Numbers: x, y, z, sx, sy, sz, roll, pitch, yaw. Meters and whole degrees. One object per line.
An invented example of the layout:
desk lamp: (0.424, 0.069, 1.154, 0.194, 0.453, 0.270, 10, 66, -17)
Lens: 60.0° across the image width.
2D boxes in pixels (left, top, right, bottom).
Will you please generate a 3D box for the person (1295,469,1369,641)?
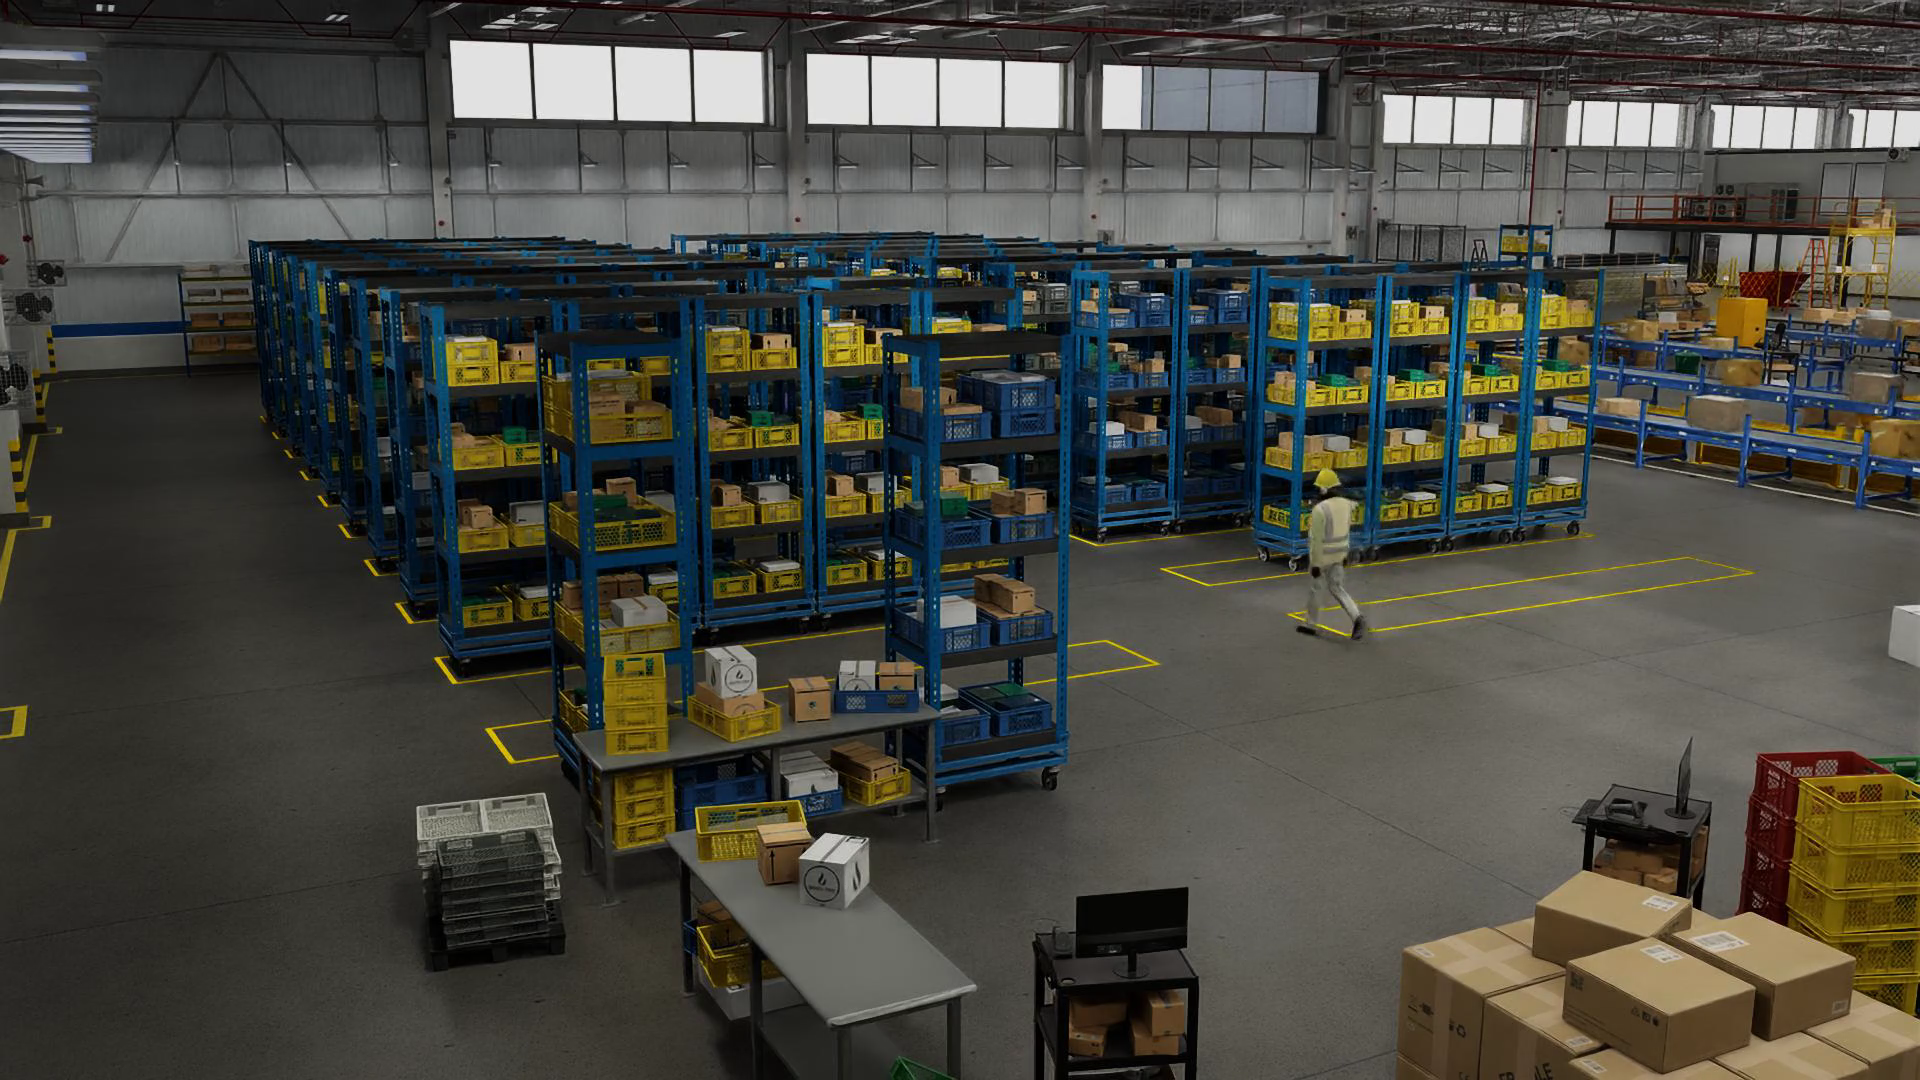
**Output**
person: (3.878, 0.166, 17.259, 0.604, 1.814, 0.759, -10, 15, -38)

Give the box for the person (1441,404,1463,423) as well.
person: (8.053, -2.114, 27.691, 0.648, 1.908, 0.448, 5, 13, 23)

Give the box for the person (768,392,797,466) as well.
person: (-3.052, -2.187, 28.308, 0.586, 1.790, 0.984, -5, 13, -21)

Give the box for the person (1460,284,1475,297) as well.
person: (15.653, -7.218, 51.376, 0.680, 1.988, 0.898, -4, 13, -16)

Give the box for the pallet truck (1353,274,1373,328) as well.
pallet truck: (13.011, -8.050, 55.243, 0.823, 1.965, 1.885, -7, 14, -28)
